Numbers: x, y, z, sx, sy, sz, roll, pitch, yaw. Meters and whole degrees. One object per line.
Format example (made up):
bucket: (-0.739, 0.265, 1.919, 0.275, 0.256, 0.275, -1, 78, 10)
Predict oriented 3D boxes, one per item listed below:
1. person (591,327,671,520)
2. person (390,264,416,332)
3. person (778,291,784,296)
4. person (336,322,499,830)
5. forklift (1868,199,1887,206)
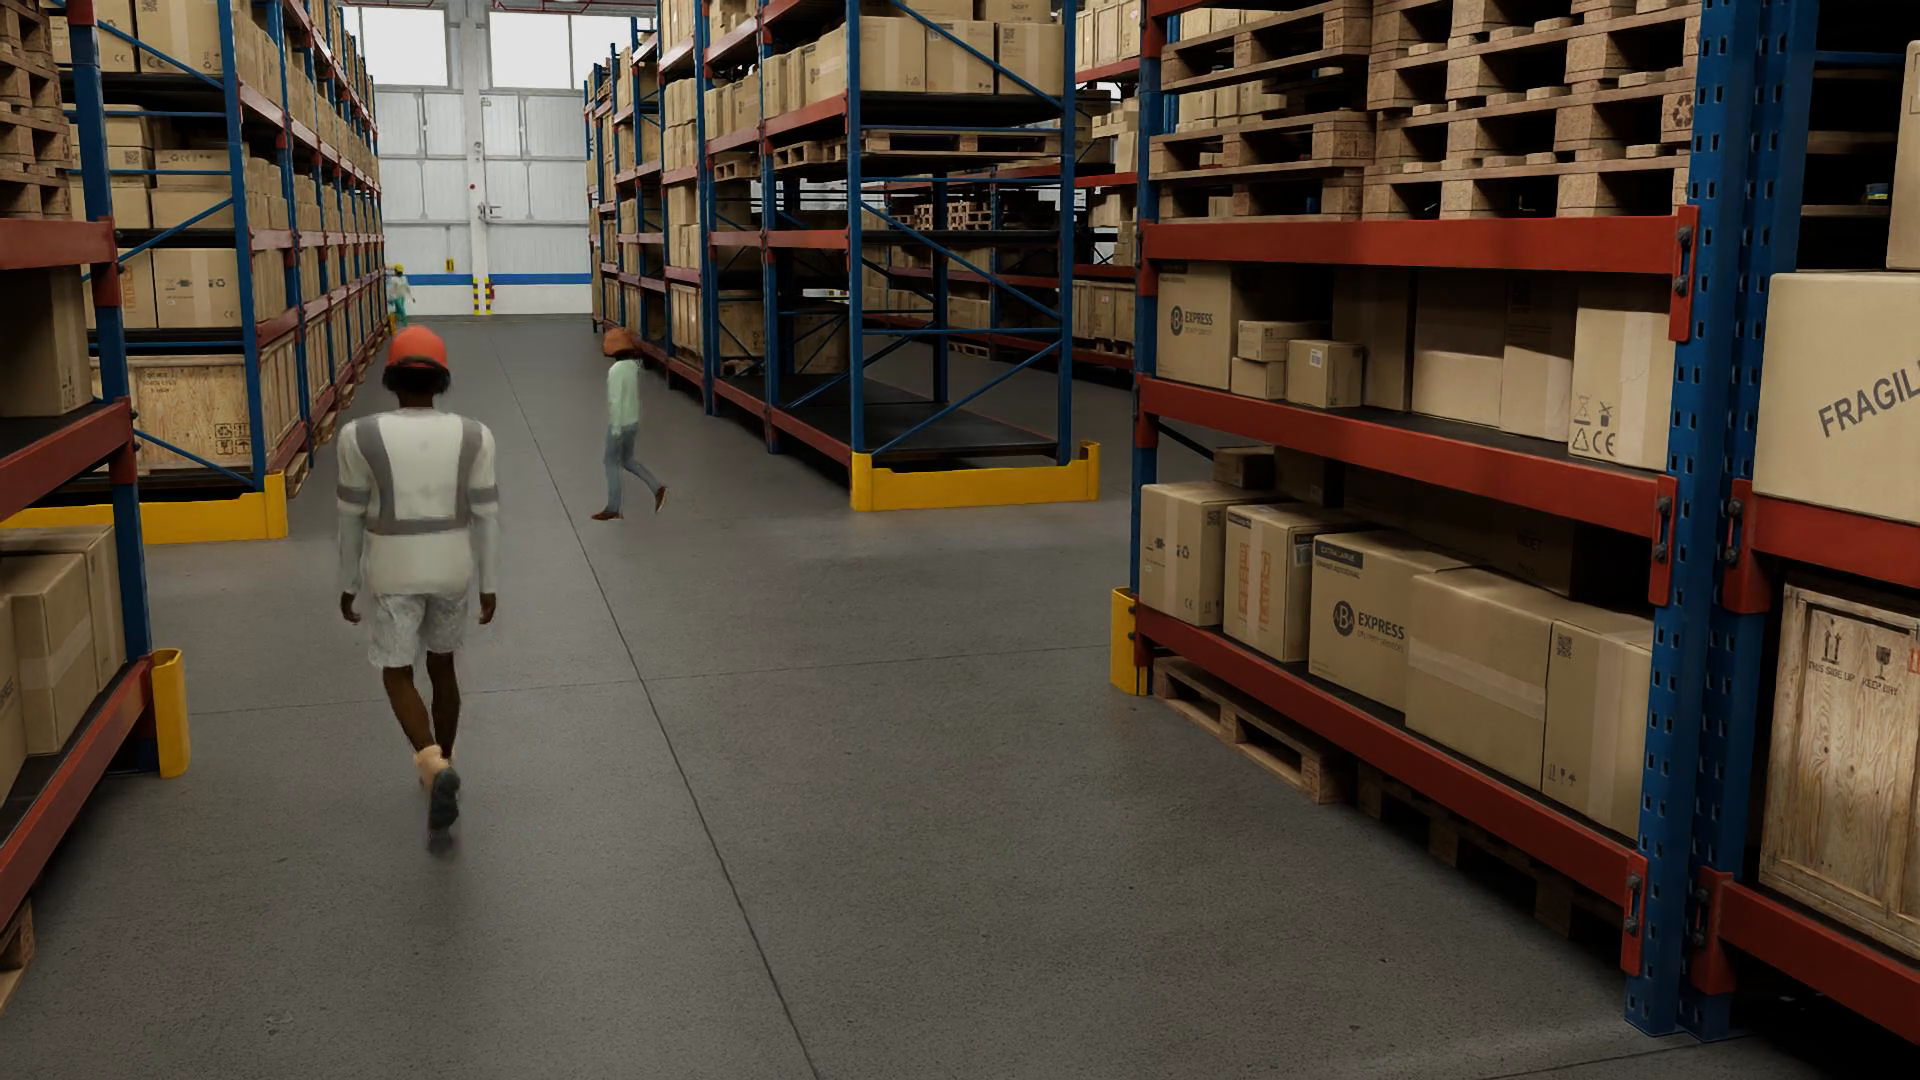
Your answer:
person: (-2.756, -0.956, 13.758, 0.593, 1.611, 0.506, 2, 11, 12)
person: (-13.587, -5.847, 40.363, 0.890, 1.702, 0.627, 4, 11, 19)
person: (-4.449, -5.699, 39.255, 0.638, 1.819, 0.801, -3, 11, -17)
person: (-2.148, 0.143, 6.671, 0.616, 2.017, 0.835, -6, 12, -31)
forklift: (11.338, -2.915, 21.052, 1.129, 2.768, 1.873, -3, 11, -17)
